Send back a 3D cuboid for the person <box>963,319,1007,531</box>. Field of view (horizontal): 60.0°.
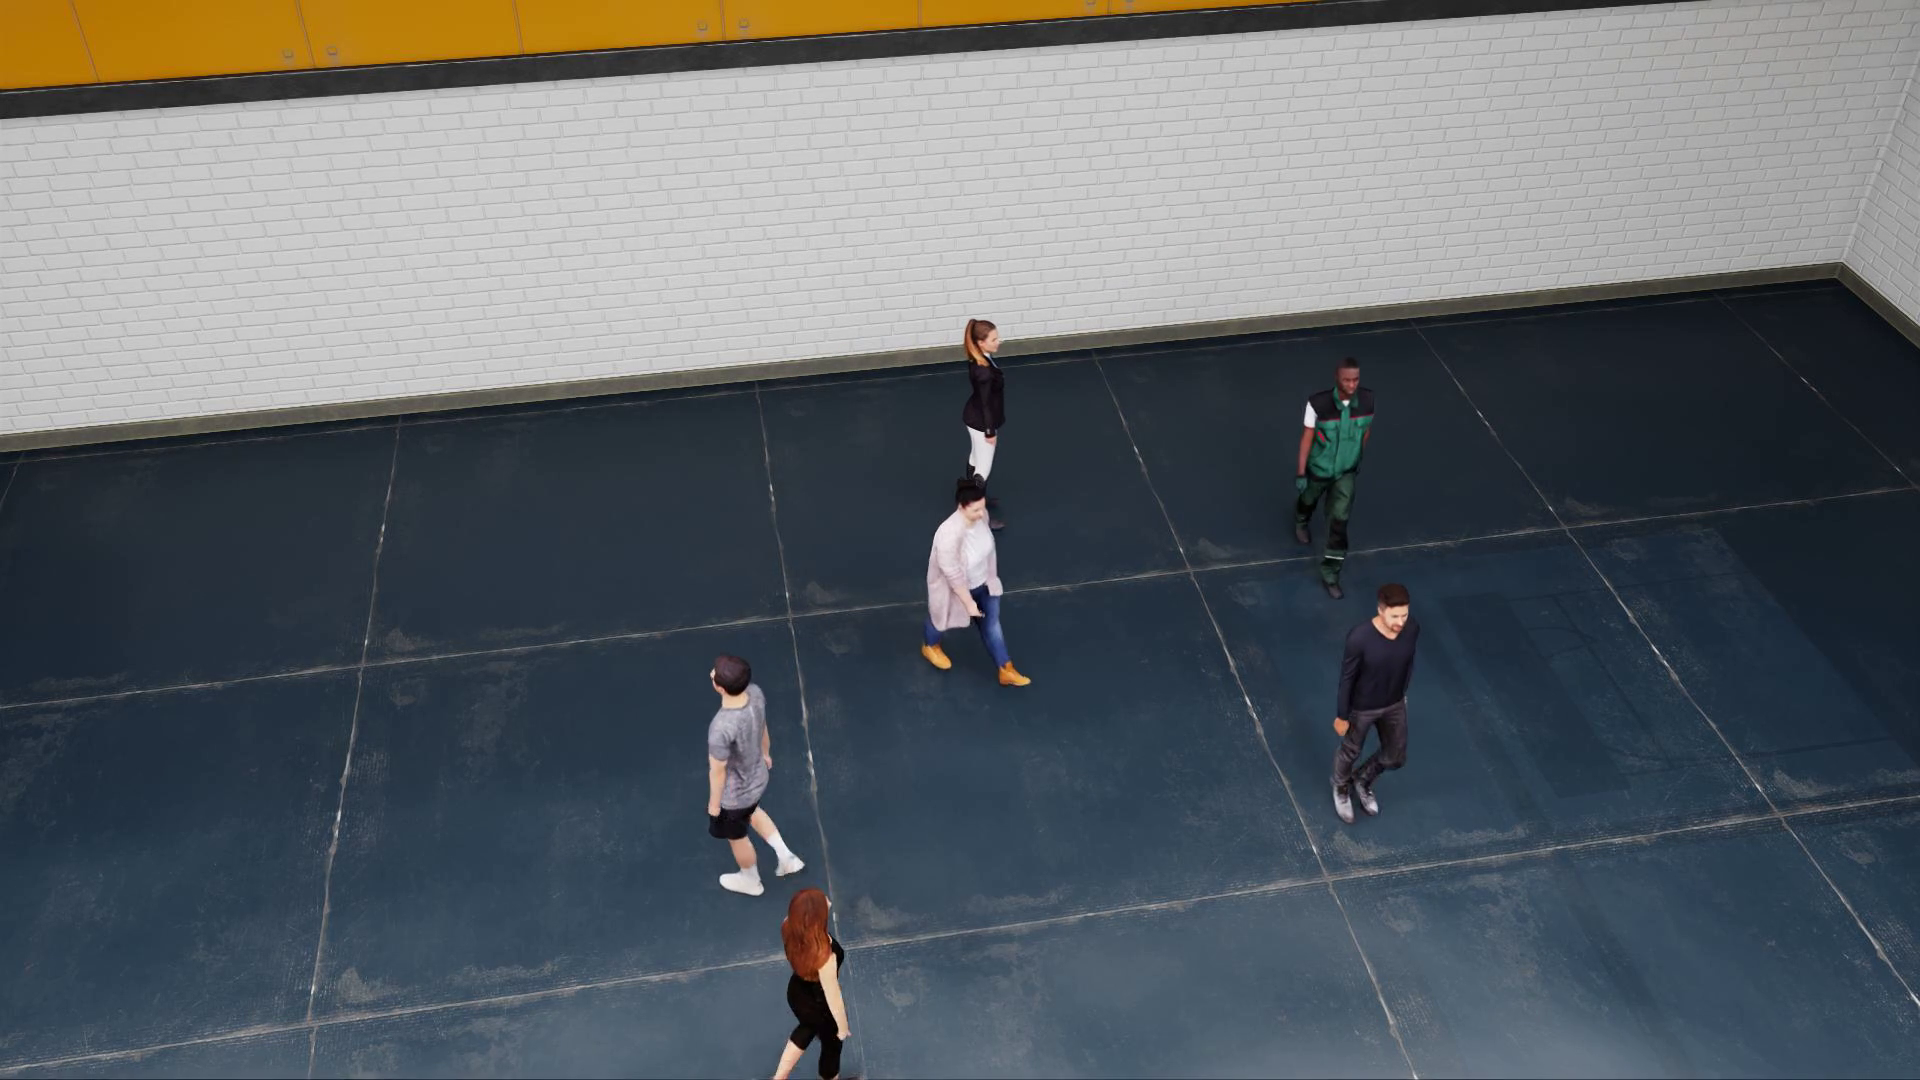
[{"bbox_3d":[0.170,-0.873,12.444,0.650,1.729,0.506,-3,39,-3],"label":"person"}]

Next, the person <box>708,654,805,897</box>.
[{"bbox_3d":[-1.172,1.403,9.488,0.920,1.862,0.882,14,41,17],"label":"person"}]

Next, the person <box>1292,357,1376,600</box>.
[{"bbox_3d":[2.643,-0.566,12.010,0.753,1.791,1.225,-4,39,-5],"label":"person"}]

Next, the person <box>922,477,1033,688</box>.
[{"bbox_3d":[-0.062,0.257,11.056,1.209,1.696,1.080,28,47,31],"label":"person"}]

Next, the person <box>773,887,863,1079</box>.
[{"bbox_3d":[-0.803,2.369,8.396,0.844,1.715,0.843,-25,45,-28],"label":"person"}]

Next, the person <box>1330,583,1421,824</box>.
[{"bbox_3d":[2.462,0.927,10.088,0.689,1.856,0.641,-10,40,-12],"label":"person"}]
